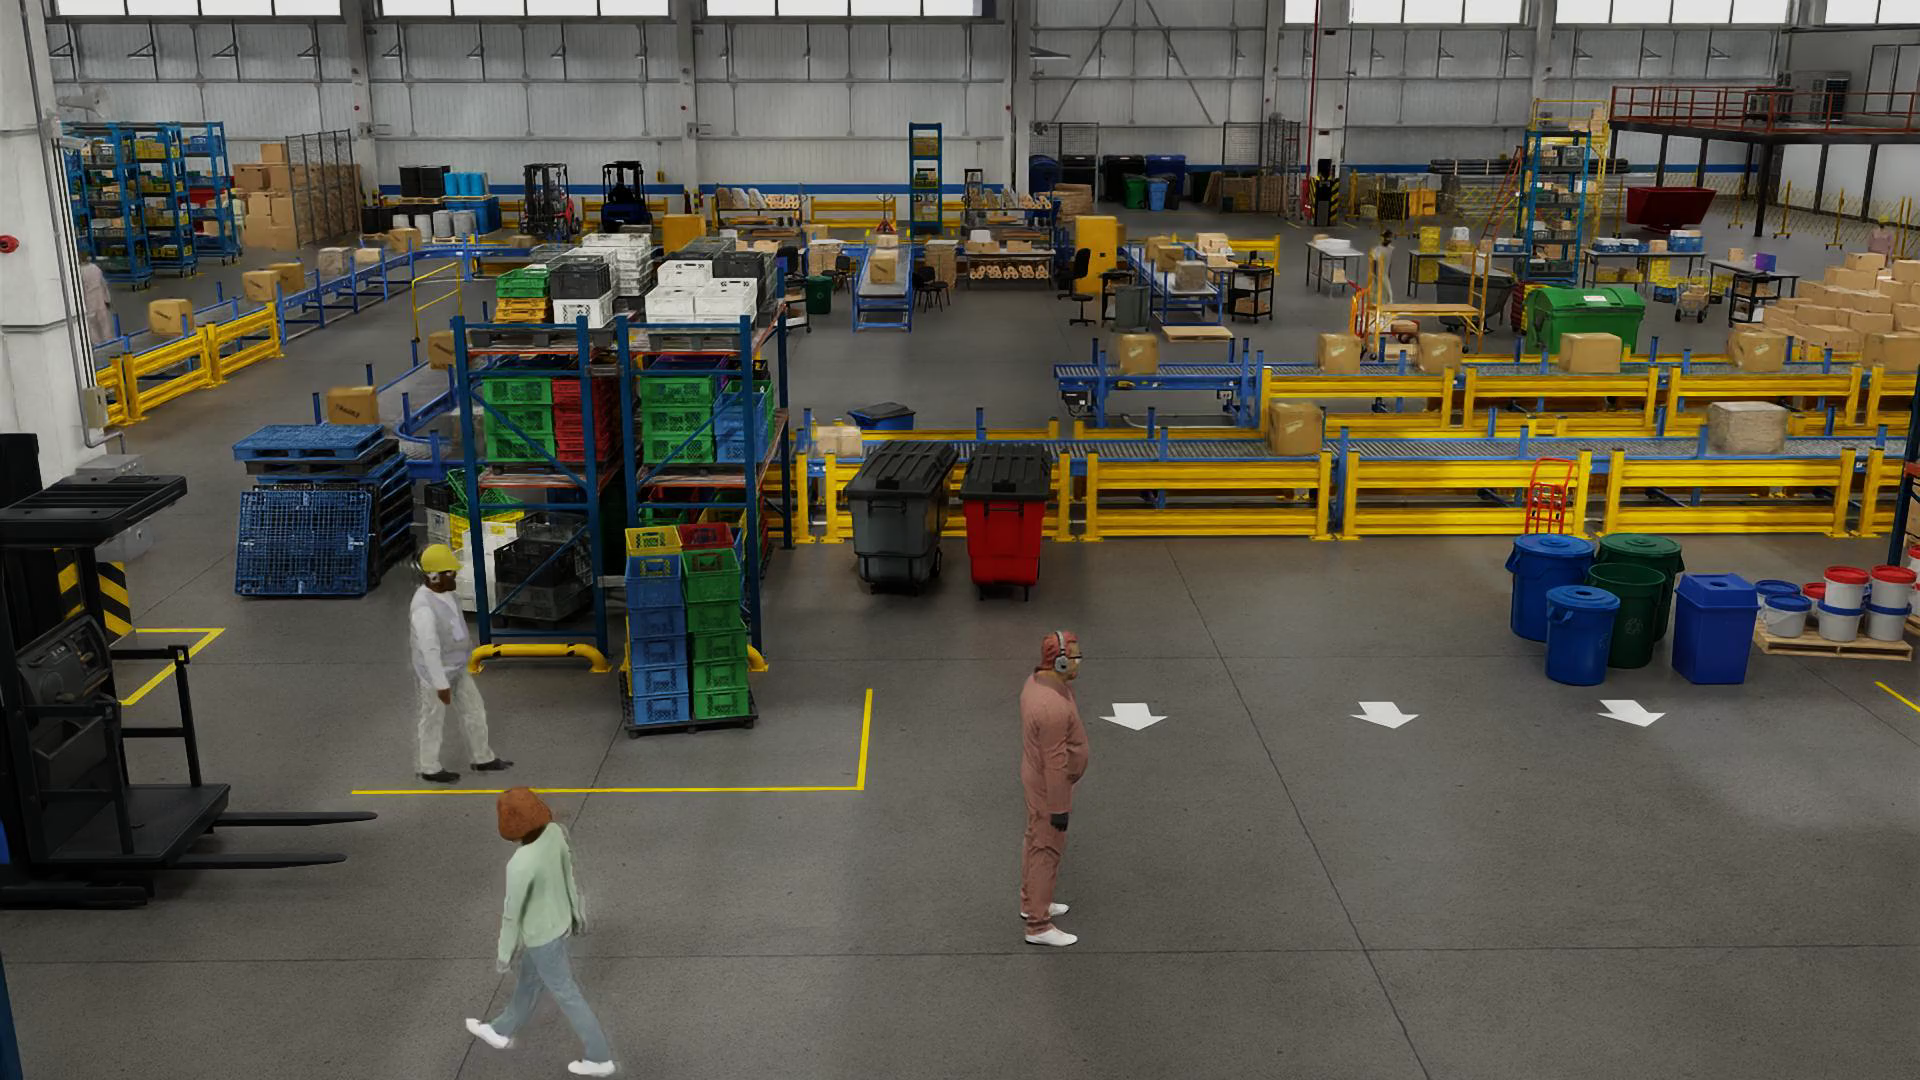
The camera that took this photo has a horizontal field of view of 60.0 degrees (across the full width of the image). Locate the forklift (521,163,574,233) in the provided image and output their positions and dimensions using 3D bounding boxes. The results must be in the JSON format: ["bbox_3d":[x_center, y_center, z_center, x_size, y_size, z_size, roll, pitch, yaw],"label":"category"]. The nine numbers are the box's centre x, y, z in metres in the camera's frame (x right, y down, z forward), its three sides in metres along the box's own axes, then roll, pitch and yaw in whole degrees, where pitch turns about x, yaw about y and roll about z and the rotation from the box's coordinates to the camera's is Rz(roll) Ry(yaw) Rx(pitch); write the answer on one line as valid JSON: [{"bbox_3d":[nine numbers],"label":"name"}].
[{"bbox_3d":[-12.233,-10.122,49.298,1.157,1.987,2.680,0,16,-1],"label":"forklift"}]

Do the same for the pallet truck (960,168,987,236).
[{"bbox_3d":[0.383,-10.230,50.206,0.823,1.965,1.885,-1,16,-3],"label":"pallet truck"}]

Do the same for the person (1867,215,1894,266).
[{"bbox_3d":[20.884,-6.509,37.758,0.532,1.725,0.883,12,20,36],"label":"person"}]

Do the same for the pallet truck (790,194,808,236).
[{"bbox_3d":[-4.814,-9.883,50.259,0.704,1.261,1.522,-1,16,-3],"label":"pallet truck"}]

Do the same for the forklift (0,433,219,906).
[{"bbox_3d":[-5.952,0.780,10.366,1.873,2.768,1.129,0,16,-1],"label":"forklift"}]

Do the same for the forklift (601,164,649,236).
[{"bbox_3d":[-9.948,-10.127,49.296,1.157,1.987,2.680,-1,16,-3],"label":"forklift"}]

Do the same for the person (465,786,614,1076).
[{"bbox_3d":[-2.188,1.988,8.464,0.875,1.574,0.510,3,16,10],"label":"person"}]

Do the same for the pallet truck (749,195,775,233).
[{"bbox_3d":[-6.051,-9.967,50.660,0.680,1.201,1.601,0,16,-1],"label":"pallet truck"}]

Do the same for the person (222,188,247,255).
[{"bbox_3d":[-19.462,-8.541,44.677,0.598,1.809,0.737,-13,21,-38],"label":"person"}]

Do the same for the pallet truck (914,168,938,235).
[{"bbox_3d":[-0.989,-10.316,50.507,0.823,1.965,1.885,1,16,3],"label":"pallet truck"}]

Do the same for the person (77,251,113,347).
[{"bbox_3d":[-15.387,-4.204,29.496,0.396,1.879,0.796,4,17,14],"label":"person"}]

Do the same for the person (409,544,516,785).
[{"bbox_3d":[-3.565,0.902,11.842,0.770,1.806,0.627,0,16,1],"label":"person"}]

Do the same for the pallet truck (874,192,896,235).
[{"bbox_3d":[-2.277,-9.986,50.594,0.653,1.274,1.630,0,16,-1],"label":"pallet truck"}]

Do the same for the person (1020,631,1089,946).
[{"bbox_3d":[0.560,1.447,9.803,0.396,1.901,0.643,-1,16,-4],"label":"person"}]

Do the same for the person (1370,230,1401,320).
[{"bbox_3d":[8.490,-5.283,33.340,0.531,1.815,0.989,-6,17,-19],"label":"person"}]
